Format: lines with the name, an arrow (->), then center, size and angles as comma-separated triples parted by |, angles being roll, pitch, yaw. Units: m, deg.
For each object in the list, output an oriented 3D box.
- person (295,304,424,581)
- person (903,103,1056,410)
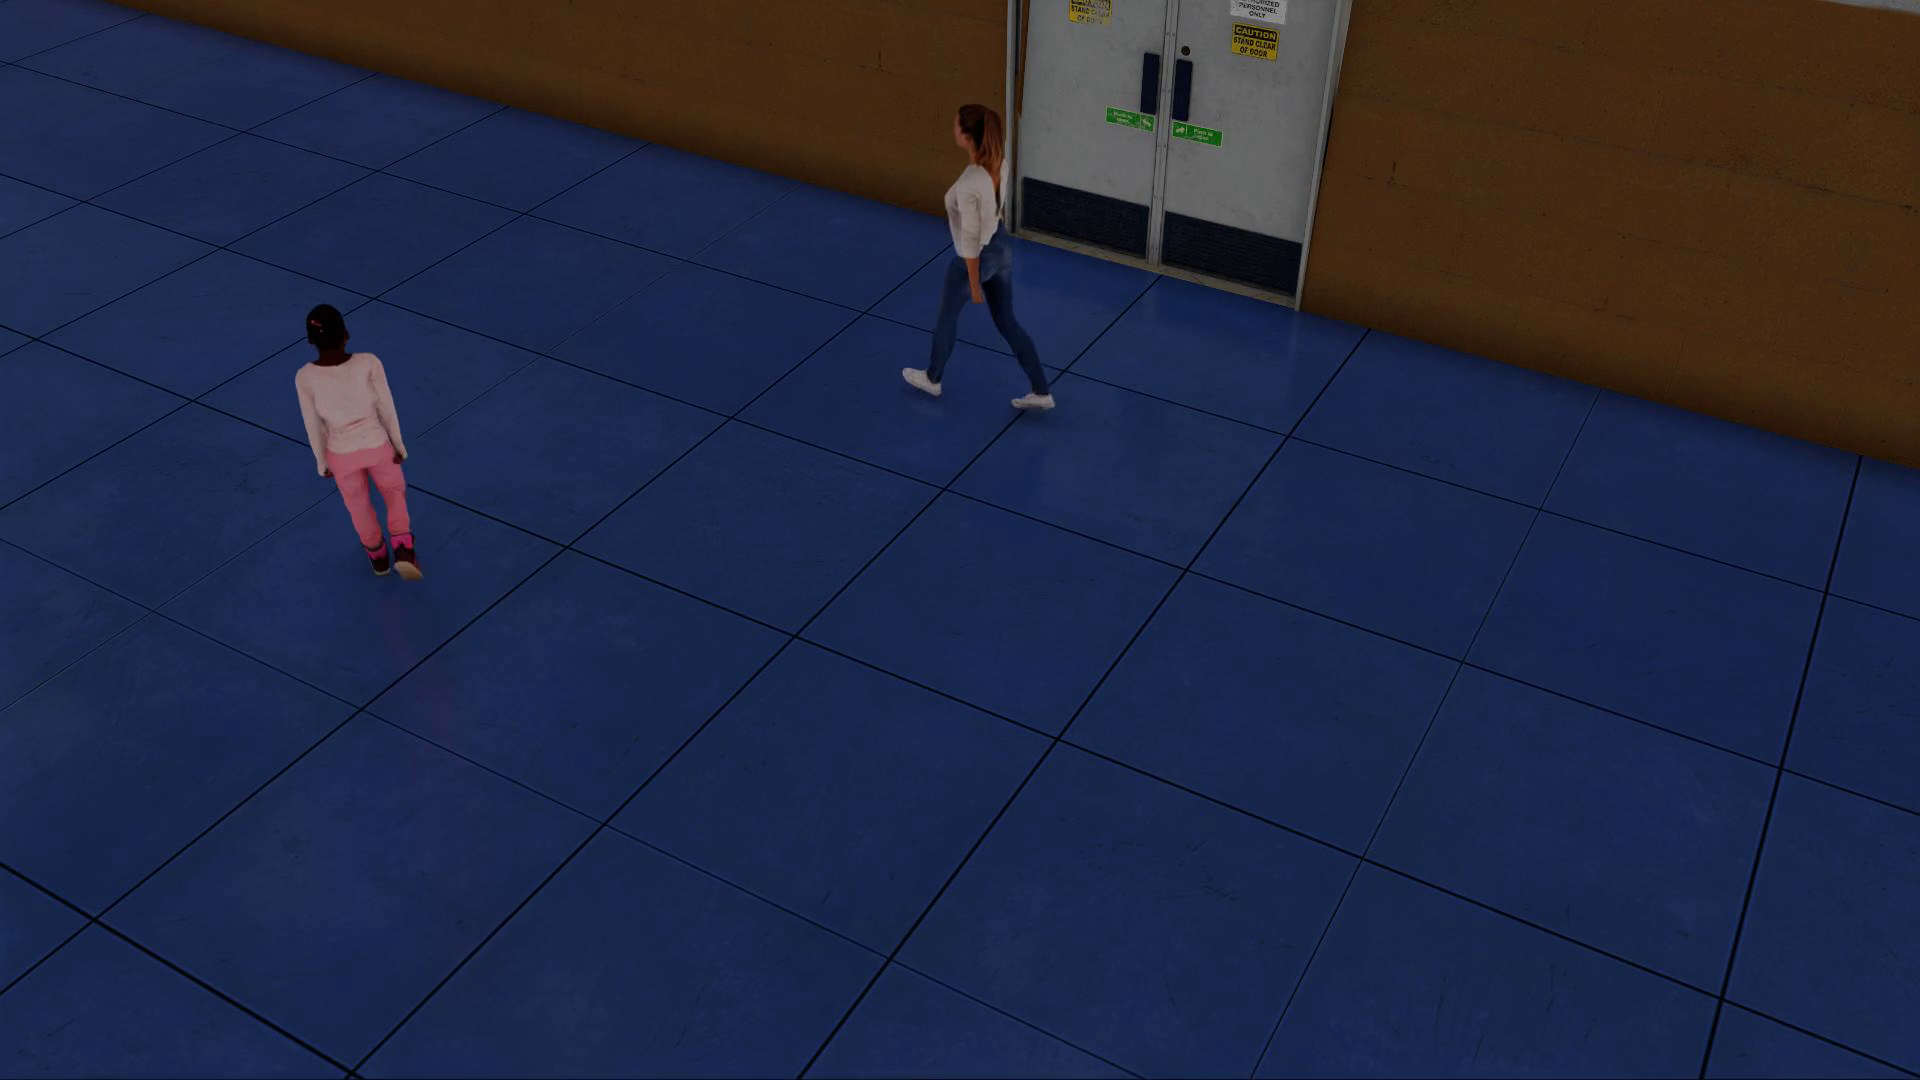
person -> -2.673, -0.391, 7.418 | 0.822, 1.436, 0.844 | -15, 39, -19
person -> 0.189, -1.383, 8.534 | 0.705, 1.681, 1.055 | 21, 42, 25
